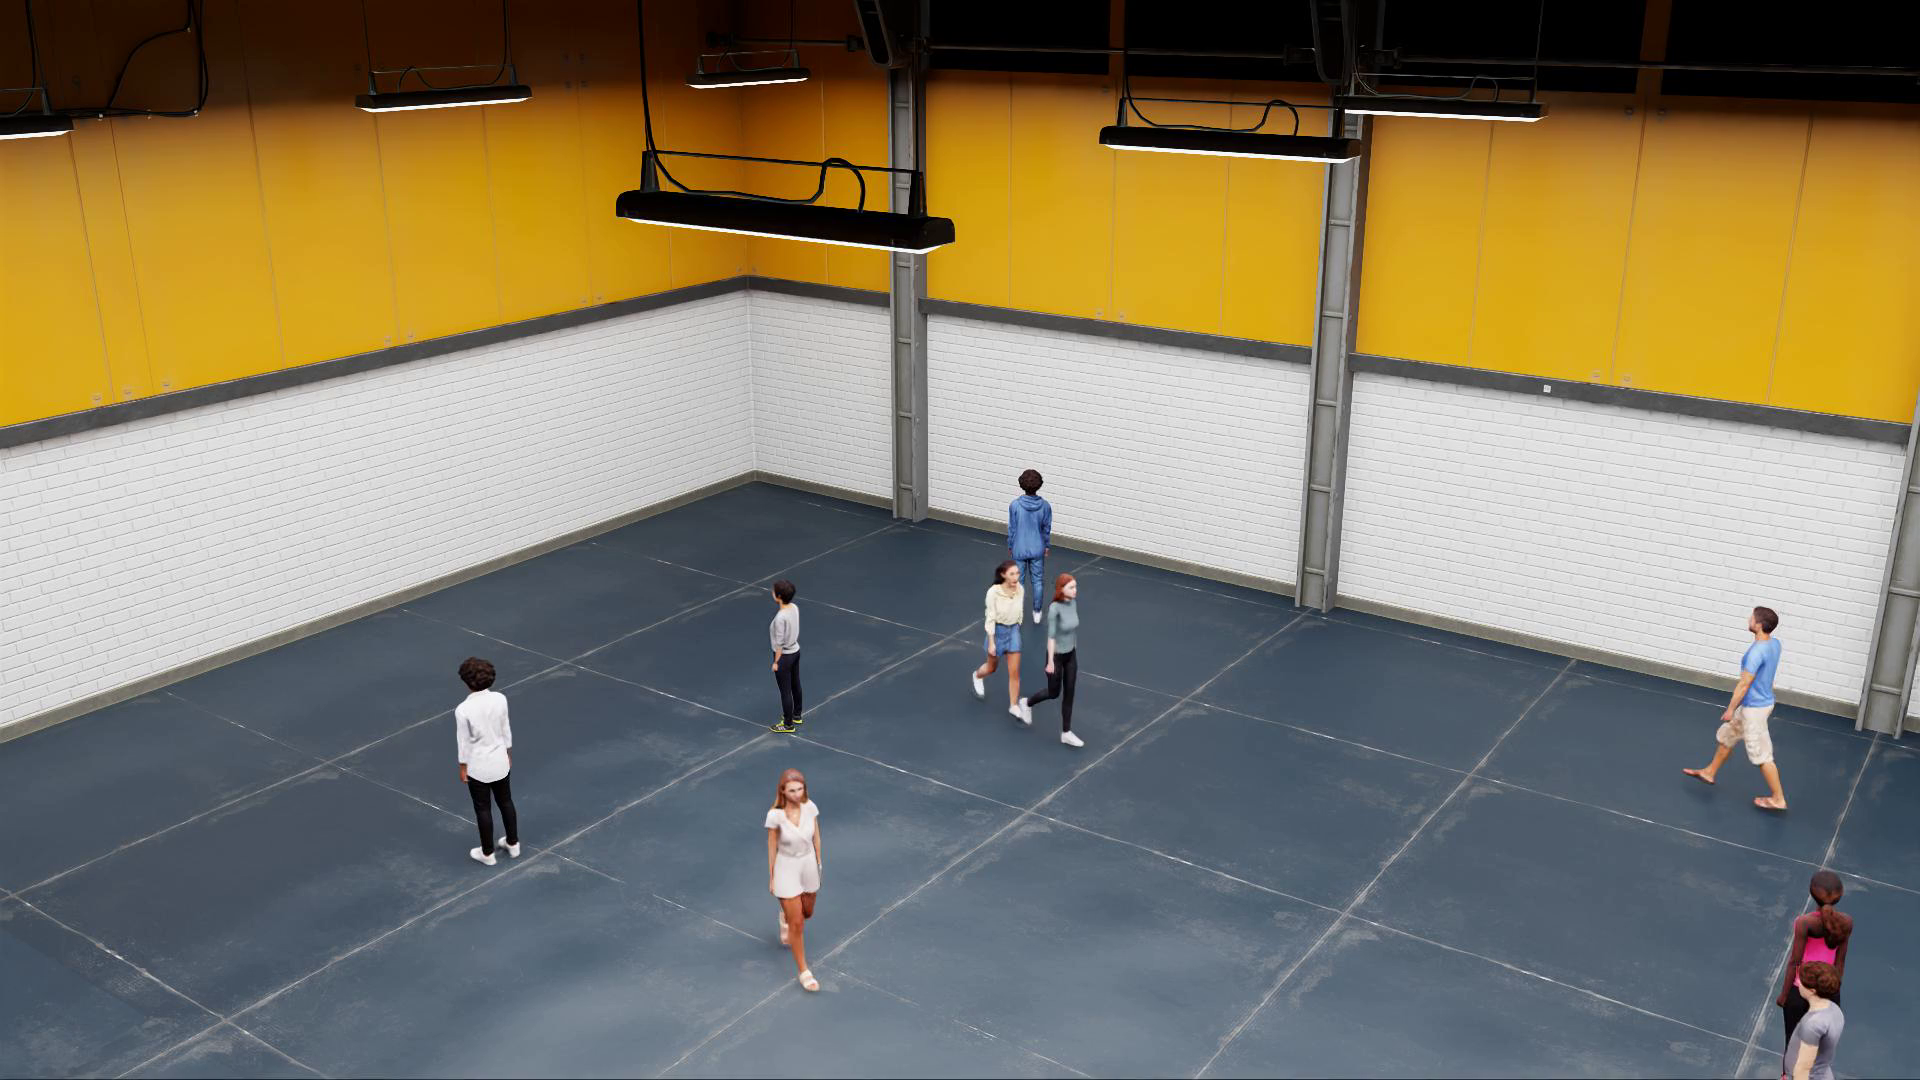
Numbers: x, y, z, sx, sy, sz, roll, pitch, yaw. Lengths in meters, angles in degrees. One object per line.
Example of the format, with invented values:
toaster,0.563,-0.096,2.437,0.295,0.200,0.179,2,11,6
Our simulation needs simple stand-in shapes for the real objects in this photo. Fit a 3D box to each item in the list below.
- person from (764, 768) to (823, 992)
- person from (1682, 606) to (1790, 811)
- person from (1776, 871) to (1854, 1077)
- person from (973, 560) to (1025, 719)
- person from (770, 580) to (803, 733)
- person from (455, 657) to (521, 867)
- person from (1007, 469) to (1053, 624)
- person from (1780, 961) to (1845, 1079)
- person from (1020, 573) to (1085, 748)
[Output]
person,-1.238,2.433,12.271,0.878,1.674,1.092,-9,21,-26
person,7.128,1.526,14.742,0.778,1.816,1.251,-18,25,-42
person,5.513,2.919,10.747,0.649,1.725,0.717,-2,19,-5
person,0.395,0.964,16.739,0.943,1.606,1.154,-9,21,-26
person,-1.697,1.124,16.346,0.567,1.554,0.595,6,20,18
person,-3.932,1.832,13.852,0.664,1.805,0.614,-17,25,-41
person,0.786,0.072,19.068,0.711,1.810,0.812,0,19,-1
person,5.072,3.276,9.825,0.691,1.637,0.657,18,25,42
person,0.912,1.133,16.046,1.004,1.728,0.654,16,24,38
